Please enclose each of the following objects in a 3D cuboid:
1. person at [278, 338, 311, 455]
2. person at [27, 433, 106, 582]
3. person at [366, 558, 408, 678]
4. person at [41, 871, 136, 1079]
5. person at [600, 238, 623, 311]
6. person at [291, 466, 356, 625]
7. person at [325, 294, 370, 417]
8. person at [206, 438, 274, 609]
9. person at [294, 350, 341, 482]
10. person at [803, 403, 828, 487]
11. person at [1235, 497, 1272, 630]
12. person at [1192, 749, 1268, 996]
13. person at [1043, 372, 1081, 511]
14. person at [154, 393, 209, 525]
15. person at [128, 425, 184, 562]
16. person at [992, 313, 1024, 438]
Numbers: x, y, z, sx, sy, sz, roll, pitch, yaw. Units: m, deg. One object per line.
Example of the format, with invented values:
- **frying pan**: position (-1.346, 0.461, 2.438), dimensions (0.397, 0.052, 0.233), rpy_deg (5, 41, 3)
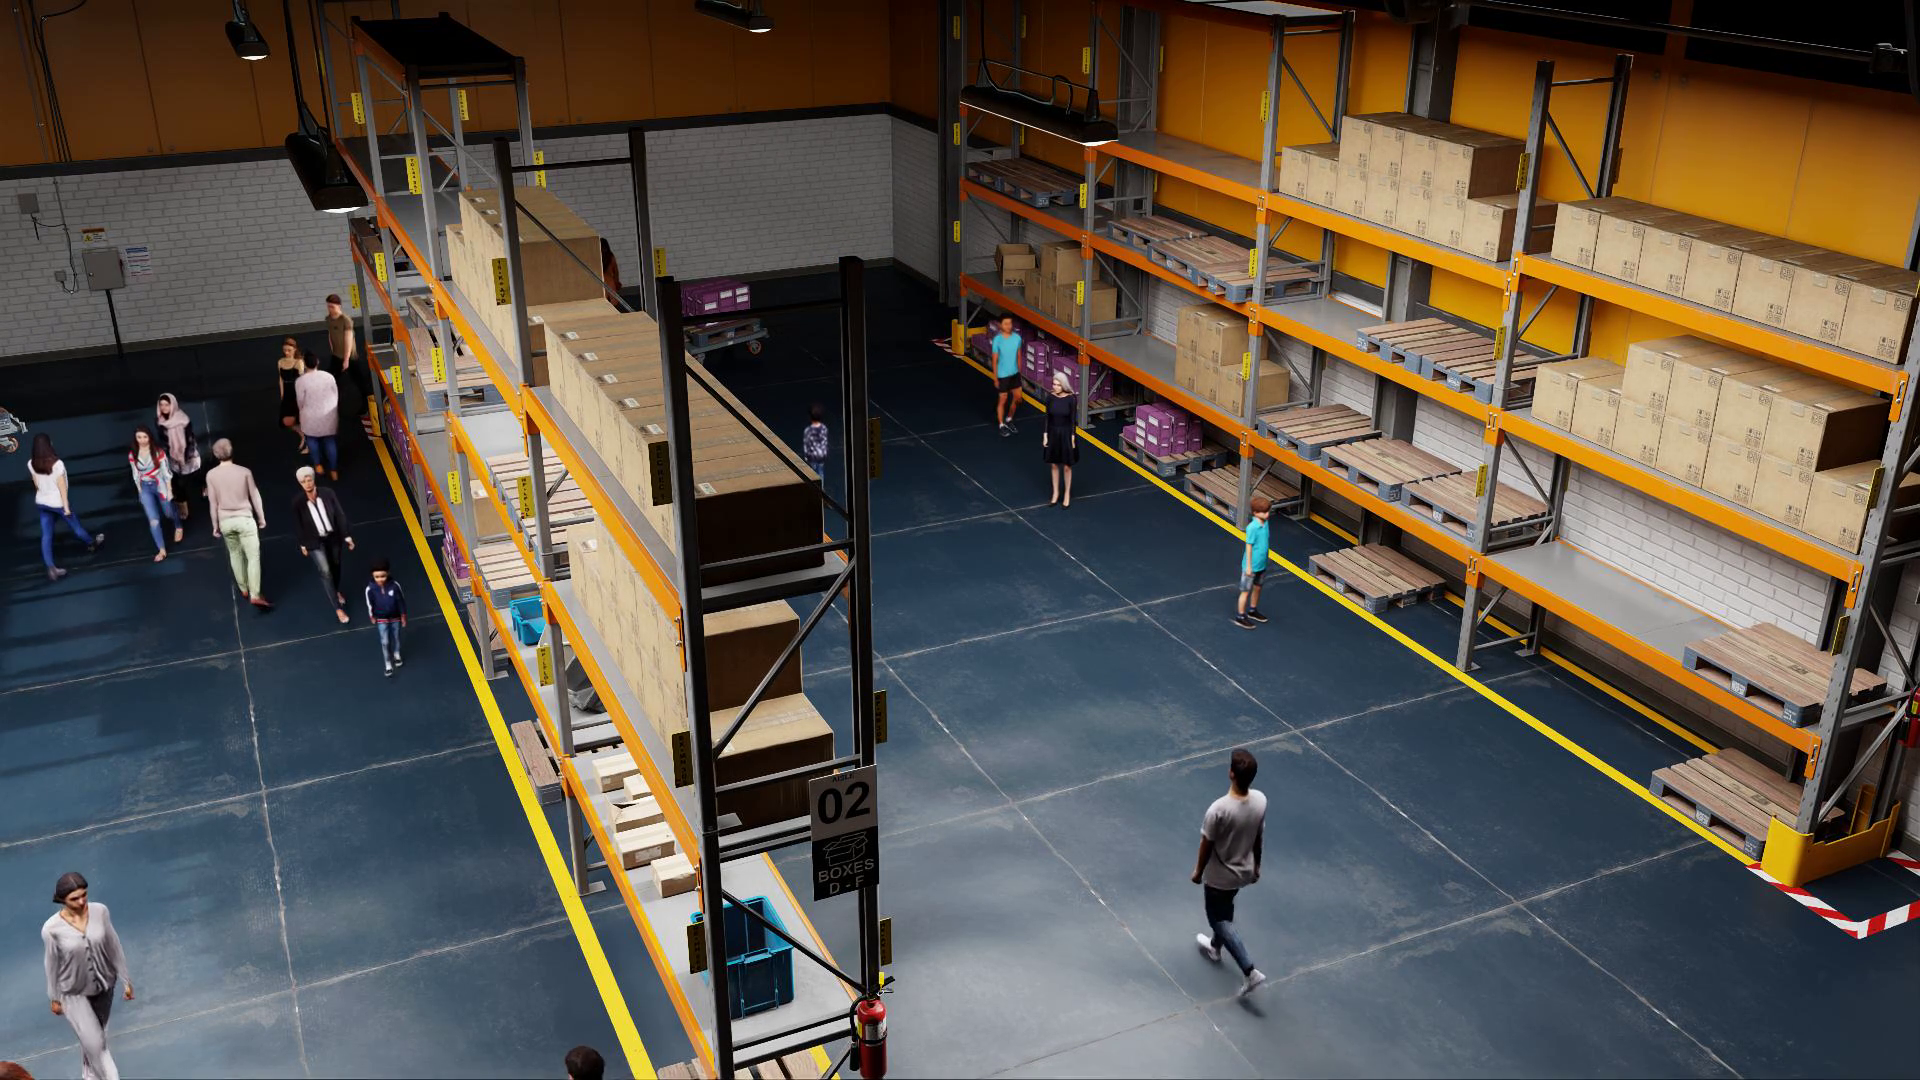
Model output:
- **person**: position (-8.867, -1.955, 22.362), dimensions (0.768, 1.610, 0.824), rpy_deg (6, 24, 13)
- **person**: position (-10.172, -0.317, 18.587), dimensions (1.031, 1.633, 1.229), rpy_deg (4, 24, 8)
- **person**: position (-5.754, 0.719, 16.751), dimensions (0.560, 1.205, 0.708), rpy_deg (-8, 25, -18)
- **person**: position (-5.829, 2.930, 11.022), dimensions (1.085, 1.744, 0.899), rpy_deg (18, 30, 36)
- **person**: position (-5.757, -4.067, 27.056), dimensions (0.694, 1.720, 0.605), rpy_deg (-8, 25, -18)
- **person**: position (-6.733, -0.010, 17.717), dimensions (0.848, 1.727, 1.167), rpy_deg (-16, 28, -32)
- **person**: position (-8.633, -2.591, 23.567), dimensions (1.128, 1.811, 1.171), rpy_deg (9, 25, 20)
- **person**: position (-7.787, -0.125, 17.903), dimensions (0.787, 1.830, 1.127), rpy_deg (-6, 24, -13)
- **person**: position (-8.210, -1.577, 21.351), dimensions (0.712, 1.728, 0.755), rpy_deg (-13, 27, -28)
- **person**: position (-1.788, -1.099, 20.862), dimensions (0.530, 1.243, 0.509), rpy_deg (-15, 28, -30)
- **person**: position (3.112, 0.219, 17.591), dimensions (0.569, 1.448, 0.567), rpy_deg (-21, 31, -39)
- **person**: position (1.998, 2.417, 12.041), dimensions (0.748, 1.866, 1.125), rpy_deg (-14, 27, -29)
- **person**: position (1.249, -1.236, 20.557), dimensions (0.705, 1.740, 0.774), rpy_deg (9, 25, 21)
- **person**: position (-9.476, -1.048, 20.291), dimensions (0.915, 1.607, 1.138), rpy_deg (1, 24, 2)
- **person**: position (-9.313, -0.601, 19.307), dimensions (0.768, 1.578, 1.095), rpy_deg (-5, 24, -10)
- **person**: position (0.593, -2.290, 22.946), dimensions (0.648, 1.757, 0.606), rpy_deg (-13, 27, -27)
